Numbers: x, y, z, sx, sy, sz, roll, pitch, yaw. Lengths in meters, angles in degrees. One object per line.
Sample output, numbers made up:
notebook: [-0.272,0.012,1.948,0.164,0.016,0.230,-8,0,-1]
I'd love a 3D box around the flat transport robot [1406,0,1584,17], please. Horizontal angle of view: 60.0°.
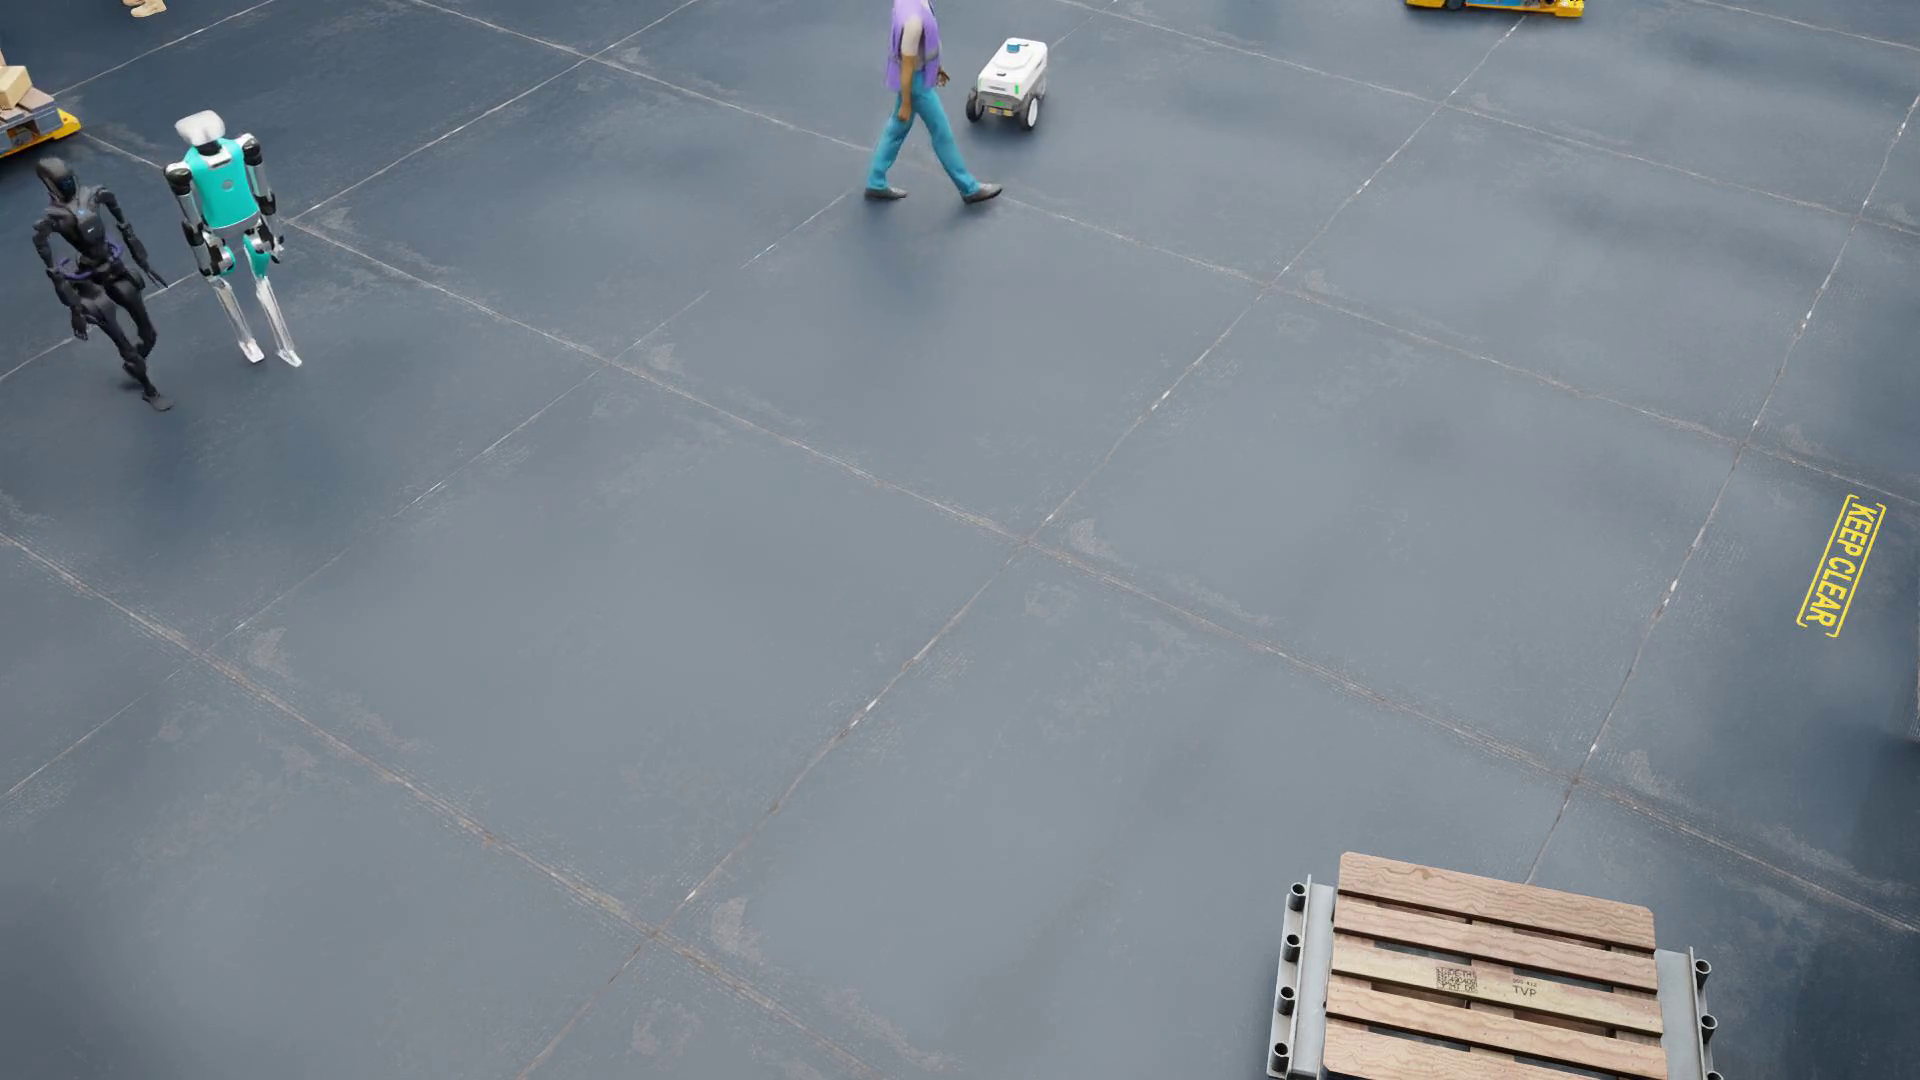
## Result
flat transport robot: [4.487,-4.672,14.008,1.431,0.231,0.659,7,42,7]

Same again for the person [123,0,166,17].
person: [-6.821,-5.113,13.391,0.320,1.747,0.473,-23,46,-23]

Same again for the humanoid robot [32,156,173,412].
humanoid robot: [-4.850,-1.477,9.398,0.470,1.647,0.592,31,50,30]

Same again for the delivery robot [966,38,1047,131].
delivery robot: [0.386,-3.424,12.409,0.499,0.611,0.809,14,44,15]

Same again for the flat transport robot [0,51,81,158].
flat transport robot: [-7.191,-2.859,11.979,0.659,0.231,1.431,27,48,27]

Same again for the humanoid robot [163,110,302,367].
humanoid robot: [-4.262,-1.747,9.620,0.554,1.749,0.843,-33,51,-32]

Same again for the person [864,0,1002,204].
person: [-0.221,-3.046,11.043,0.965,1.794,0.568,-3,42,-3]
